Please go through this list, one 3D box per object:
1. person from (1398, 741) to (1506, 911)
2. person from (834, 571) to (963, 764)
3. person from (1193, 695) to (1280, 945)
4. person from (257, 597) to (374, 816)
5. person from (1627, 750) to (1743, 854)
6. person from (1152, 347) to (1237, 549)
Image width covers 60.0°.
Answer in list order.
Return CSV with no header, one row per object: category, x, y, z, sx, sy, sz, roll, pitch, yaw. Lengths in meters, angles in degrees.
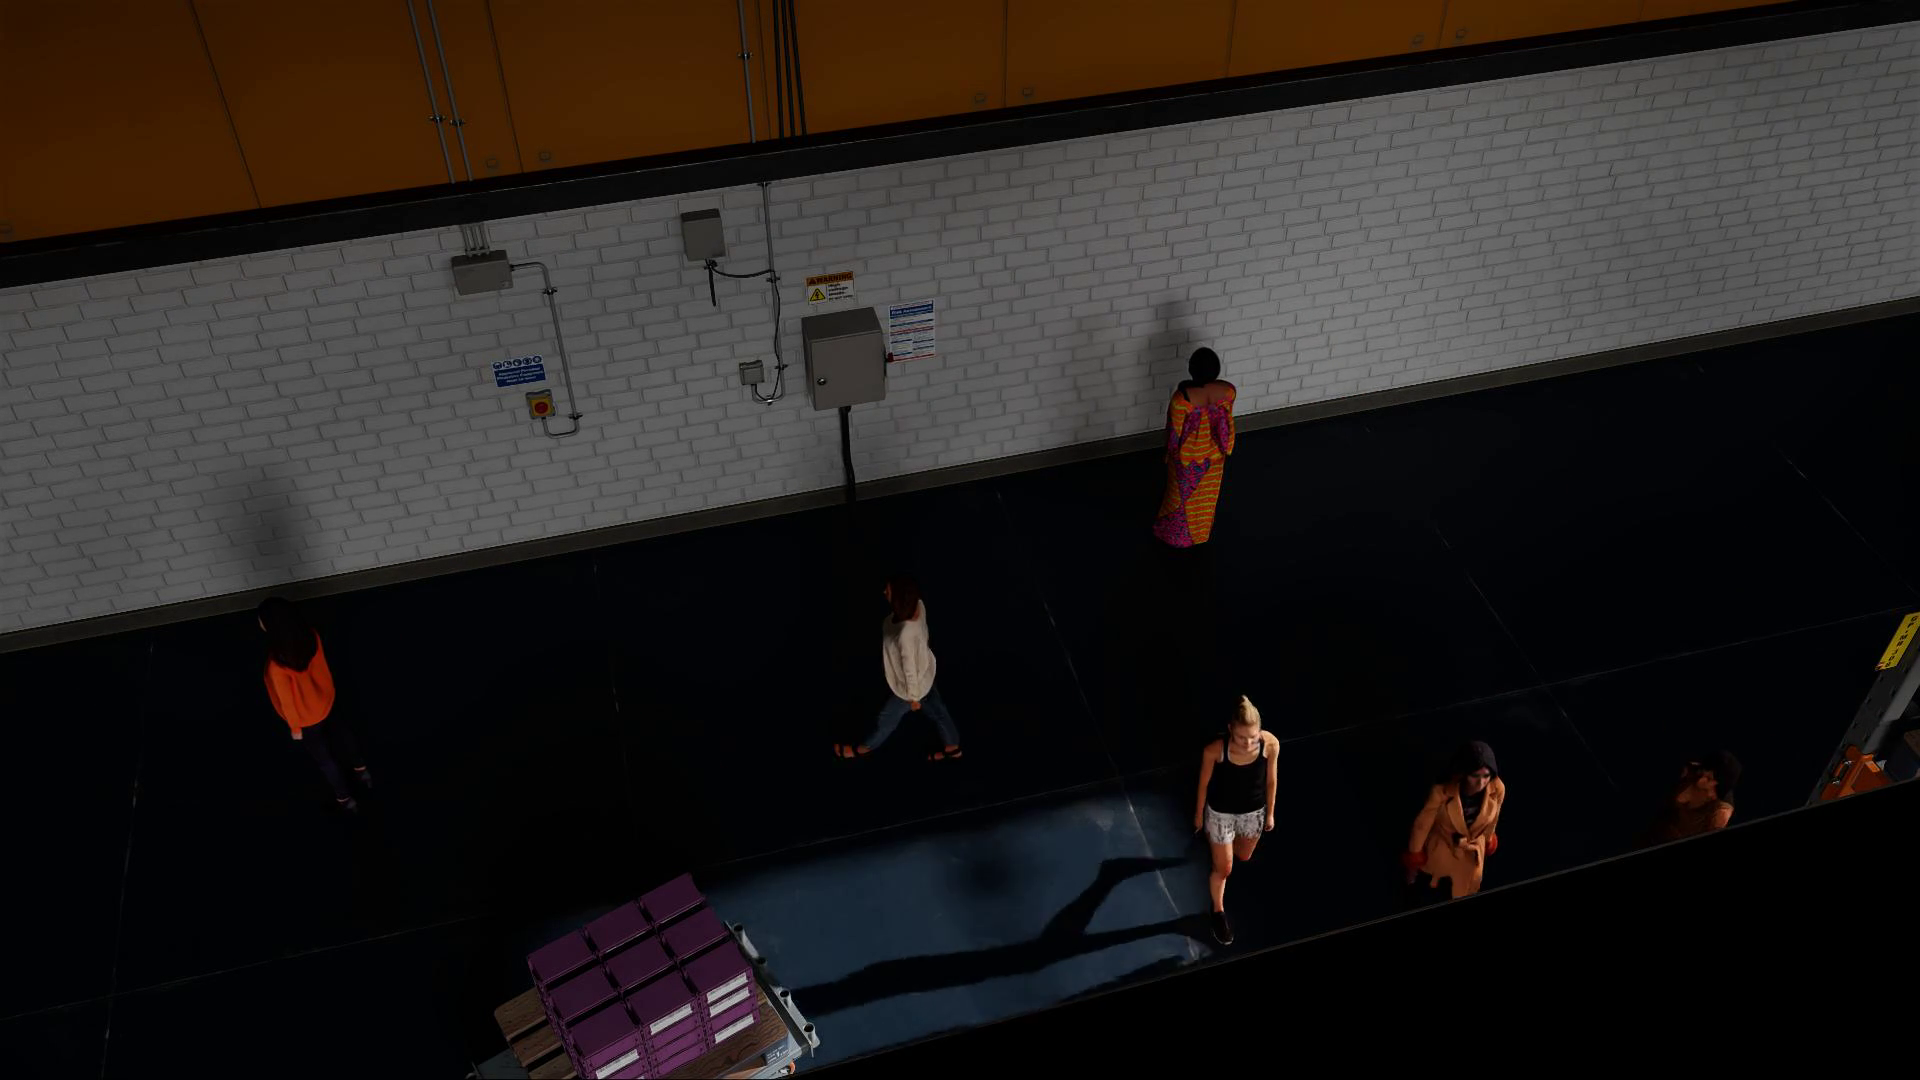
person,2.642,1.655,9.143,0.960,1.664,1.265,3,44,3
person,-0.200,0.828,10.024,0.954,1.647,1.071,5,44,5
person,1.509,1.429,9.266,0.675,1.822,1.024,-6,44,-6
person,-3.800,0.980,9.791,0.745,1.748,0.608,4,44,4
person,4.007,1.670,9.119,0.655,1.675,0.654,-8,44,-8
person,1.628,-0.682,11.583,0.670,1.682,0.679,-16,46,-16
